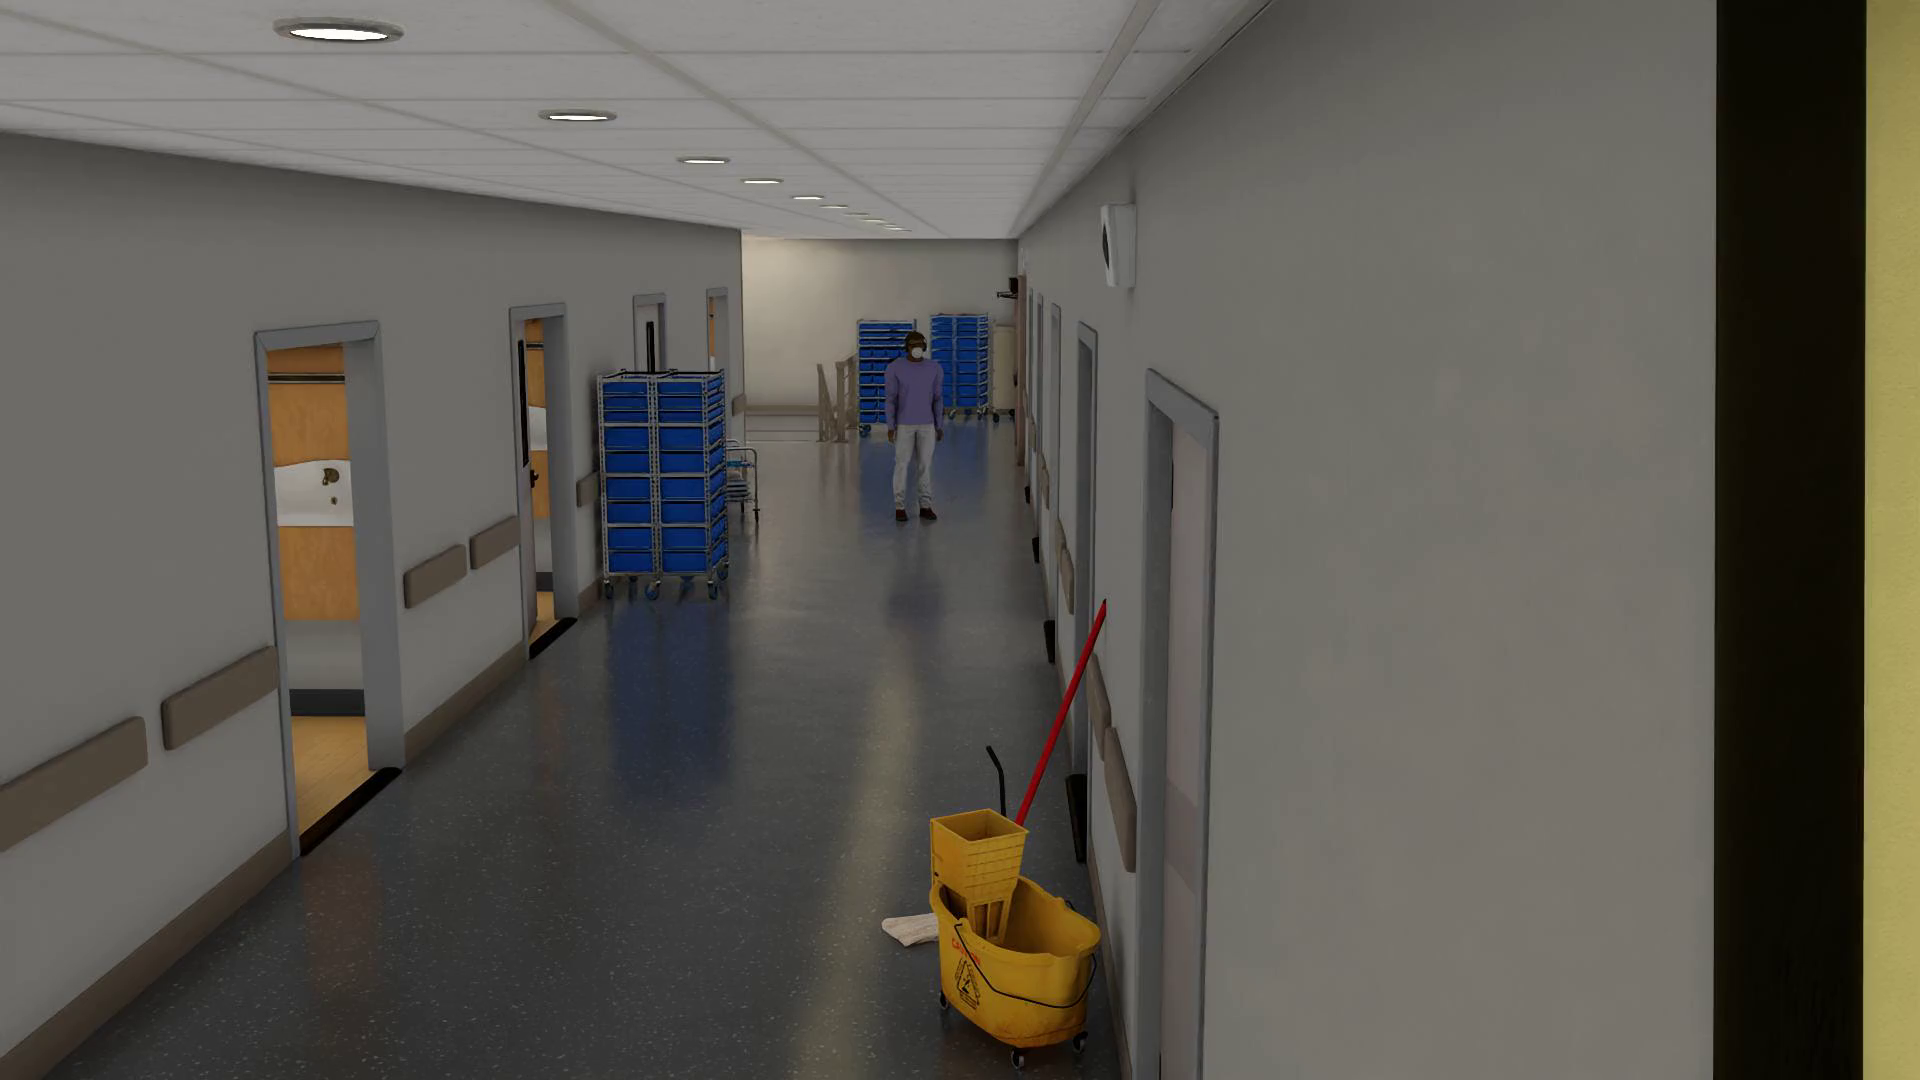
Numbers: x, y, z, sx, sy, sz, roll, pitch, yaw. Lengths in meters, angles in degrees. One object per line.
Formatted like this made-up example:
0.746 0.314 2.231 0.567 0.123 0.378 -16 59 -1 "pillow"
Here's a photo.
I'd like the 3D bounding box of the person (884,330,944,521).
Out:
-0.458 -1.163 16.940 0.631 1.940 0.372 -4 10 -20 "person"
